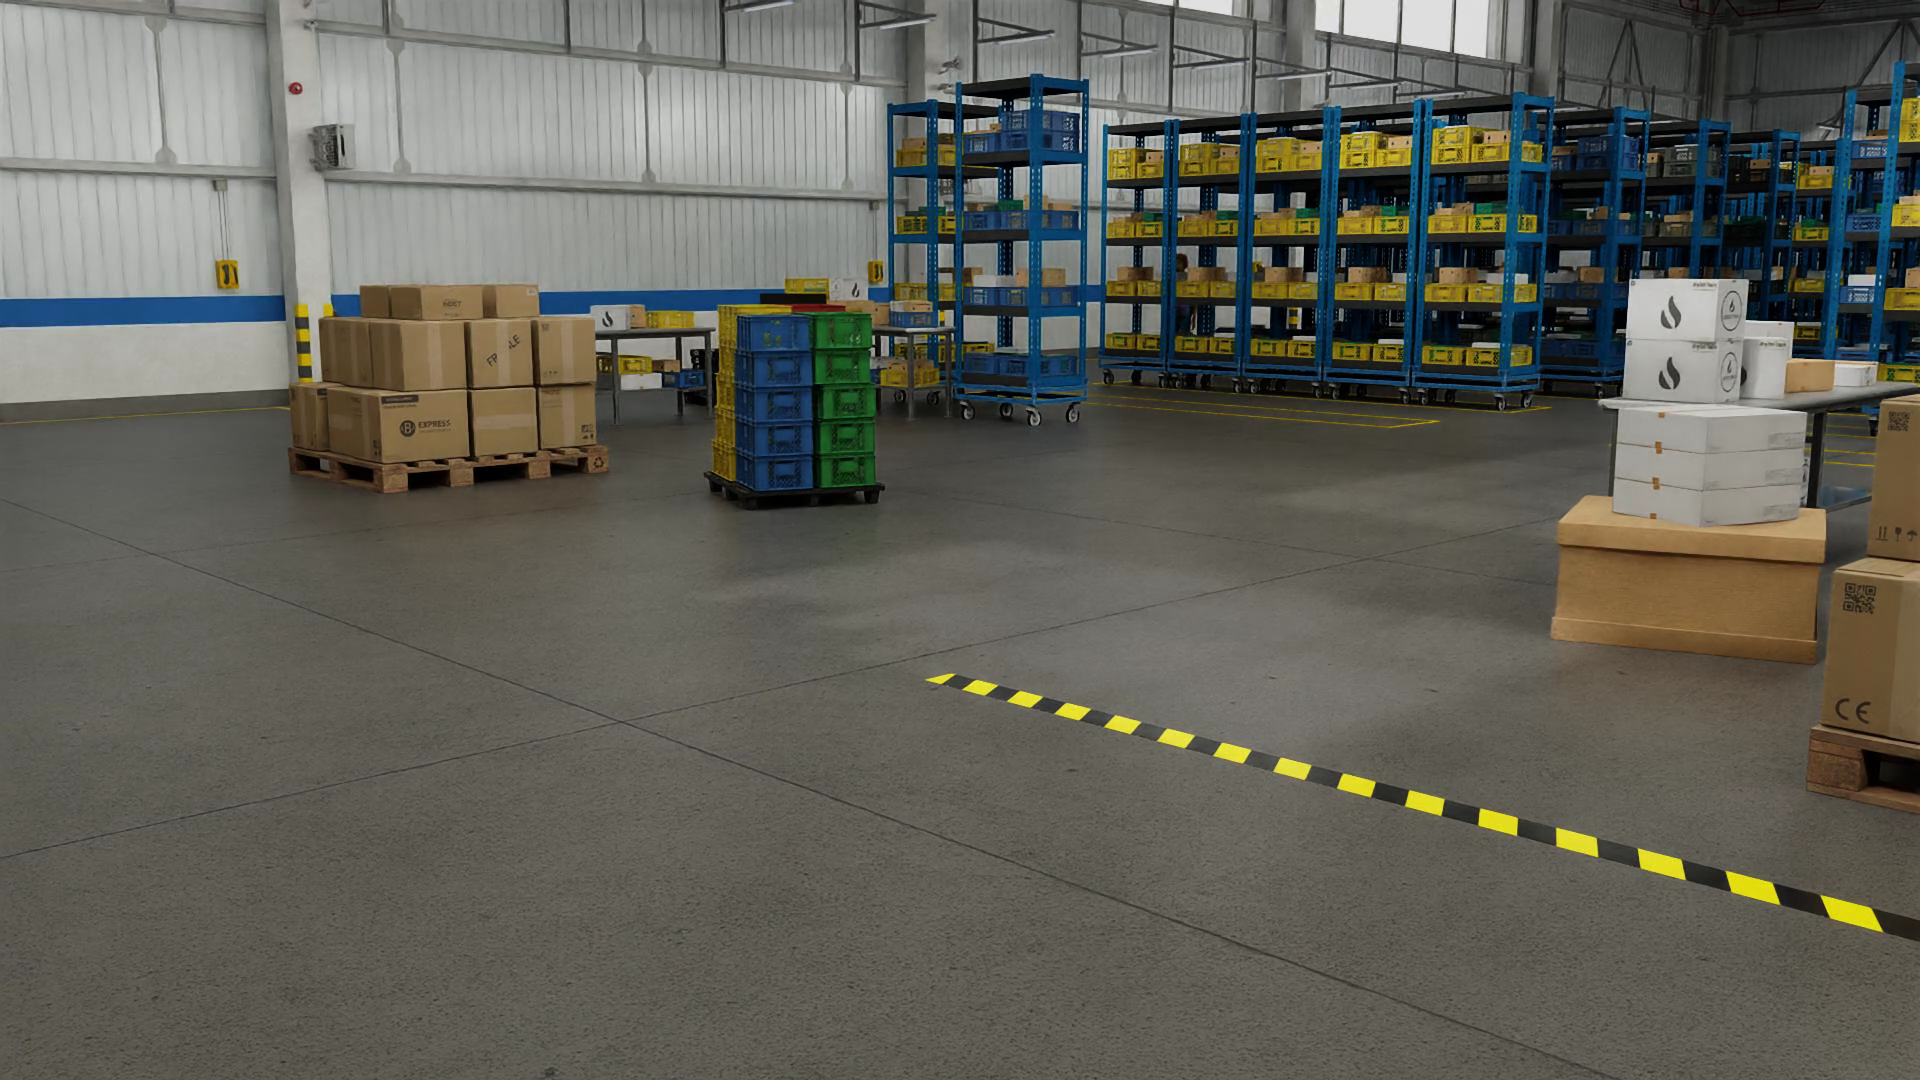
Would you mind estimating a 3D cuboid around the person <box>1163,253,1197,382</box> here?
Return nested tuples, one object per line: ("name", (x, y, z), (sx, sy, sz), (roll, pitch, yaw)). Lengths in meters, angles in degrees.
("person", (3.177, -3.214, 24.033), (0.564, 1.849, 0.386), (7, 12, 35))
